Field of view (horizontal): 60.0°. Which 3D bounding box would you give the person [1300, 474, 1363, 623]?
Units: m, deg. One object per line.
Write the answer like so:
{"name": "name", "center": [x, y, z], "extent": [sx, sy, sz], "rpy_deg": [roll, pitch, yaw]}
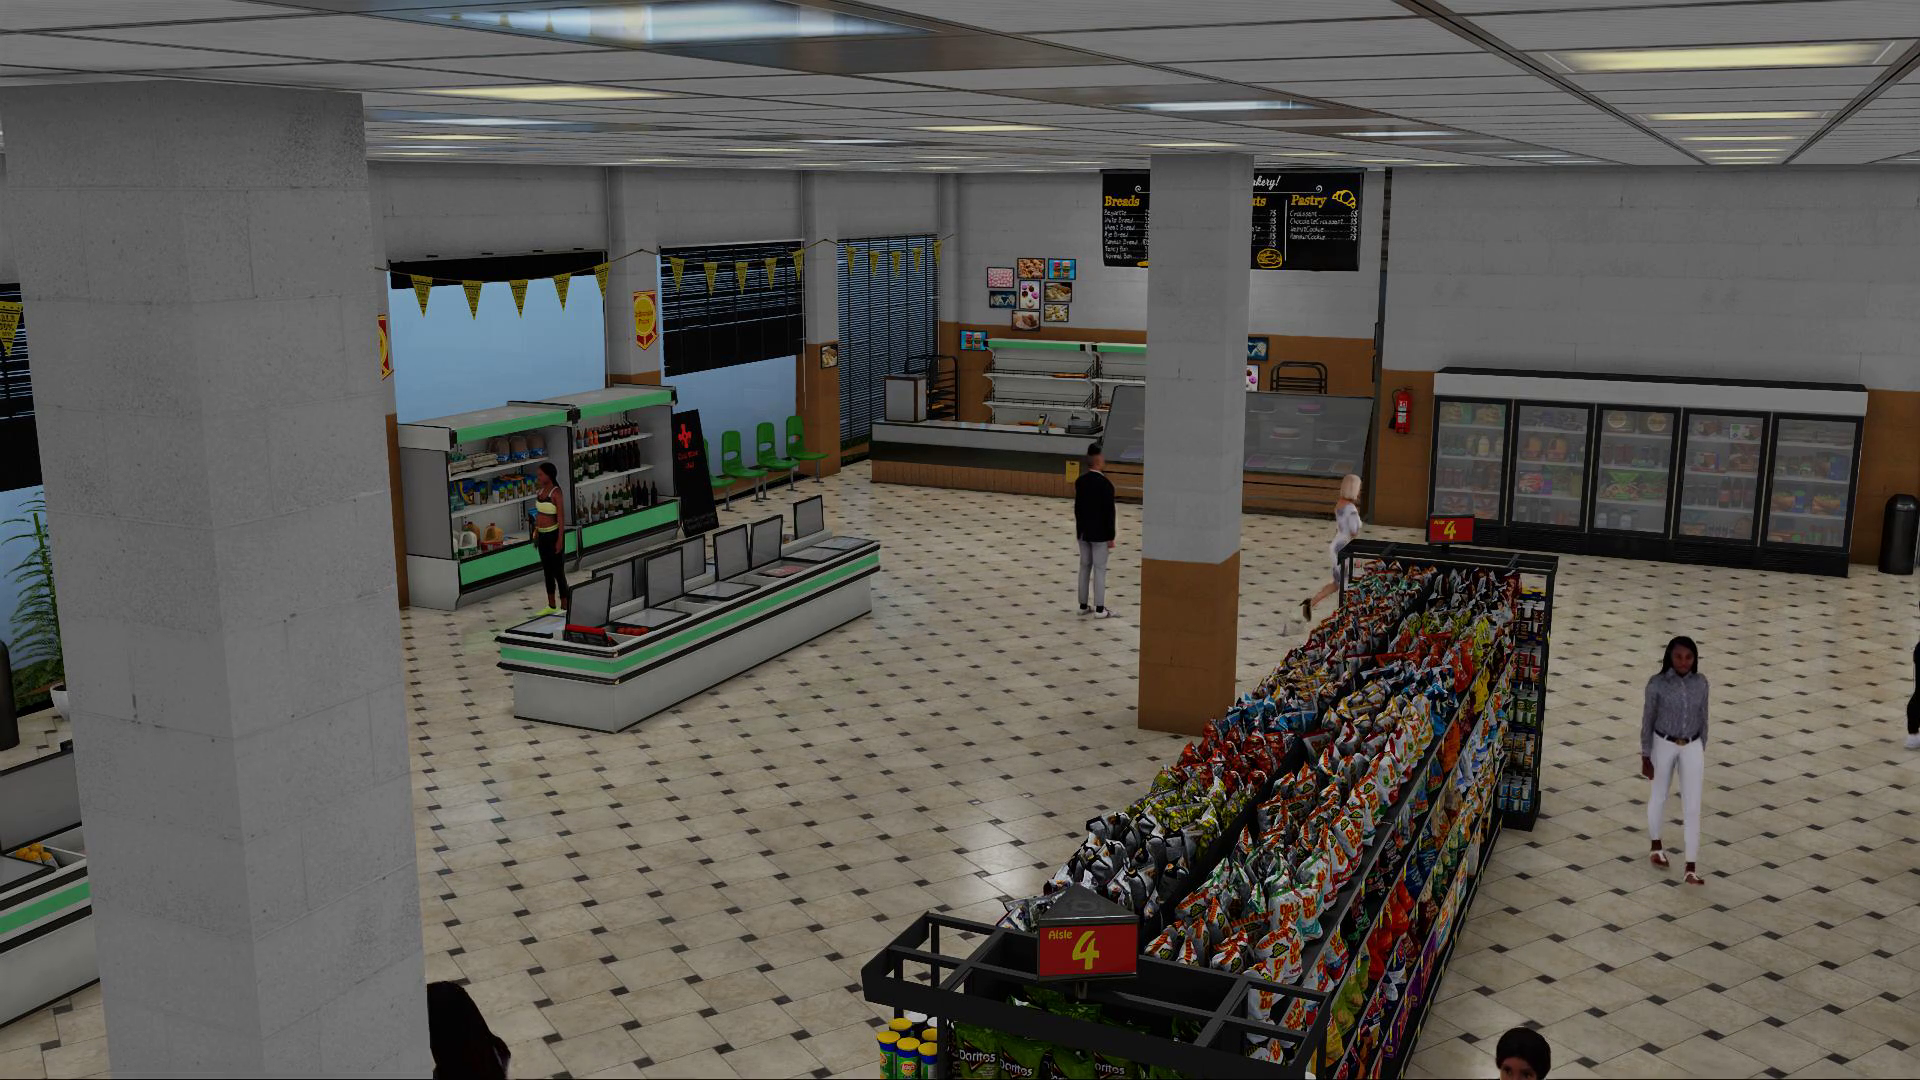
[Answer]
{"name": "person", "center": [4.021, 0.165, 17.764], "extent": [0.905, 1.729, 0.926], "rpy_deg": [-2, 12, -8]}

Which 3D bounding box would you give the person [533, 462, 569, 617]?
{"name": "person", "center": [-4.533, -0.002, 18.499], "extent": [0.620, 1.754, 0.602], "rpy_deg": [10, 15, 38]}

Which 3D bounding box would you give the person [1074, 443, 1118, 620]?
{"name": "person", "center": [1.488, -0.111, 18.528], "extent": [0.742, 1.955, 0.780], "rpy_deg": [-11, 16, -42]}

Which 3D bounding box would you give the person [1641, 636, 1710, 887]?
{"name": "person", "center": [4.952, 1.481, 11.592], "extent": [0.786, 1.697, 1.072], "rpy_deg": [2, 12, 9]}

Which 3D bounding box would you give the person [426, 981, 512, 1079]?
{"name": "person", "center": [-1.861, 2.548, 6.573], "extent": [0.671, 1.678, 0.806], "rpy_deg": [6, 13, 27]}
